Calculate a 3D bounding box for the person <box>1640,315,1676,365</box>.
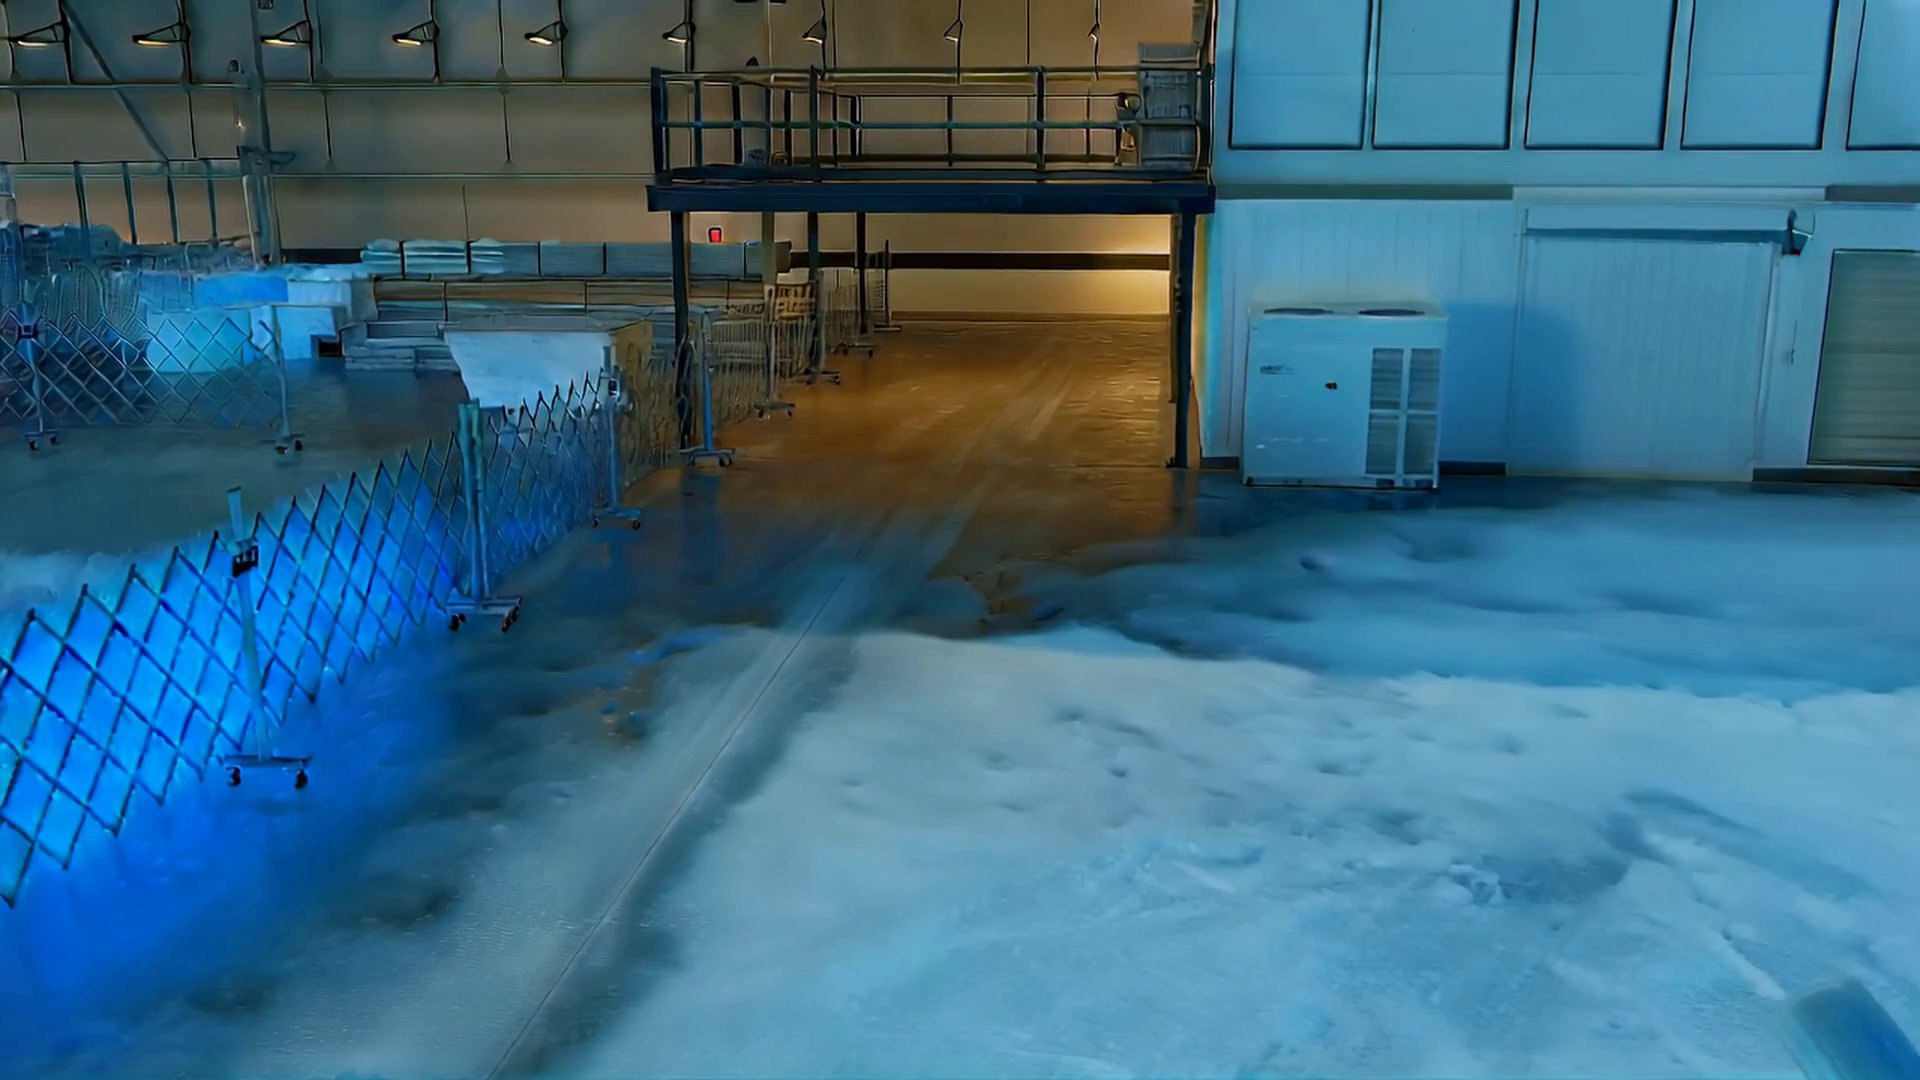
[{"bbox_3d":[8.387,-2.229,19.971,0.782,1.882,0.647,-5,15,-19],"label":"person"}]
